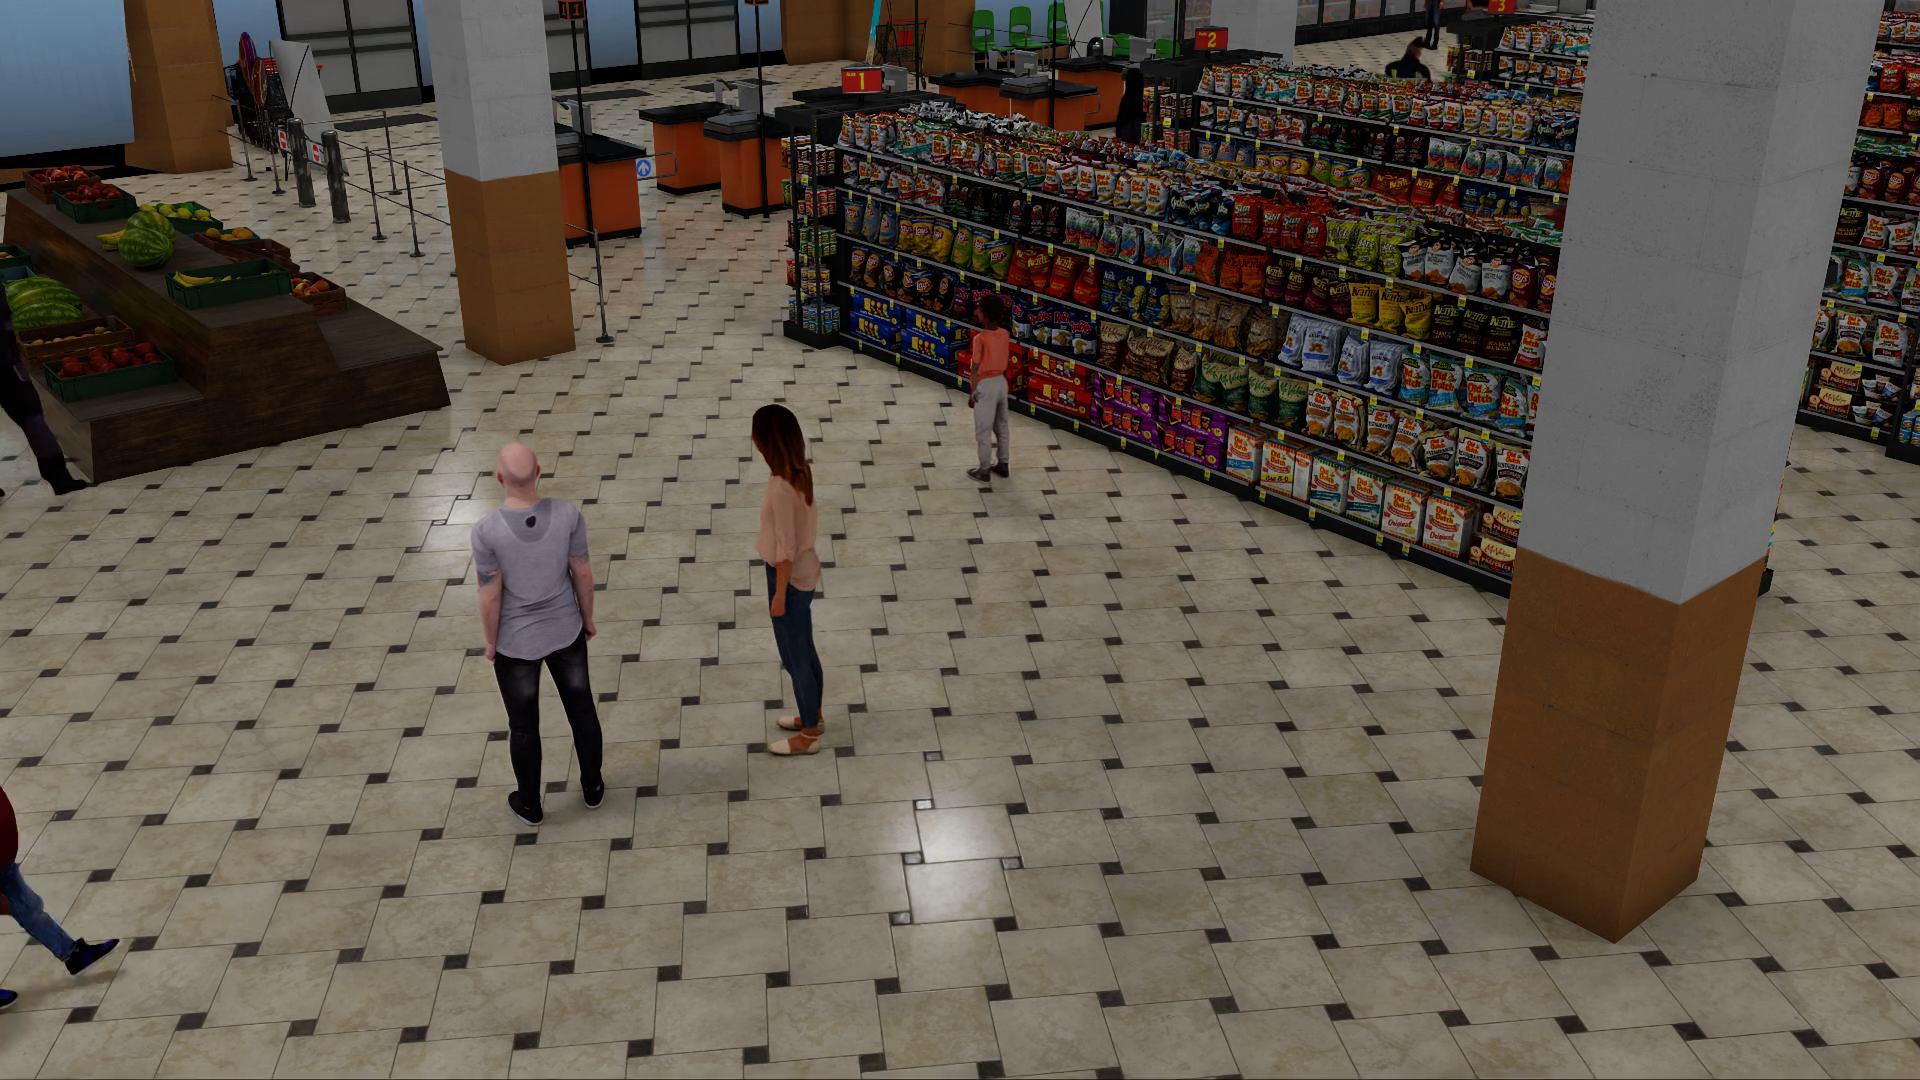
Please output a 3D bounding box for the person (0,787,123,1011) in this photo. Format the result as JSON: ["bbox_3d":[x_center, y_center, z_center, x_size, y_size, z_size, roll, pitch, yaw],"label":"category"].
[{"bbox_3d":[-3.757,1.254,6.262,0.777,1.236,0.828,-6,24,-14],"label":"person"}]

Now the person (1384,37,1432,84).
[{"bbox_3d":[5.314,-5.103,20.054,1.053,1.824,1.094,4,24,9],"label":"person"}]

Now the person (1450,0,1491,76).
[{"bbox_3d":[7.571,-7.148,24.679,0.904,1.864,1.026,-6,24,-14],"label":"person"}]

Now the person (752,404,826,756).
[{"bbox_3d":[-0.803,0.199,7.981,0.722,1.790,0.667,2,24,5],"label":"person"}]

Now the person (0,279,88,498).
[{"bbox_3d":[-6.475,-1.117,10.960,1.213,1.813,0.949,12,26,25],"label":"person"}]

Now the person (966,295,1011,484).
[{"bbox_3d":[0.215,-1.039,11.408,0.466,1.310,0.464,-18,30,-36],"label":"person"}]

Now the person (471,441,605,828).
[{"bbox_3d":[-1.884,0.414,7.430,0.708,1.838,0.652,-12,26,-25],"label":"person"}]

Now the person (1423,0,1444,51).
[{"bbox_3d":[9.274,-10.506,32.453,0.744,1.782,0.528,-13,27,-26],"label":"person"}]

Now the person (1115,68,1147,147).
[{"bbox_3d":[1.981,-4.646,19.271,0.631,1.615,0.638,19,30,37],"label":"person"}]
